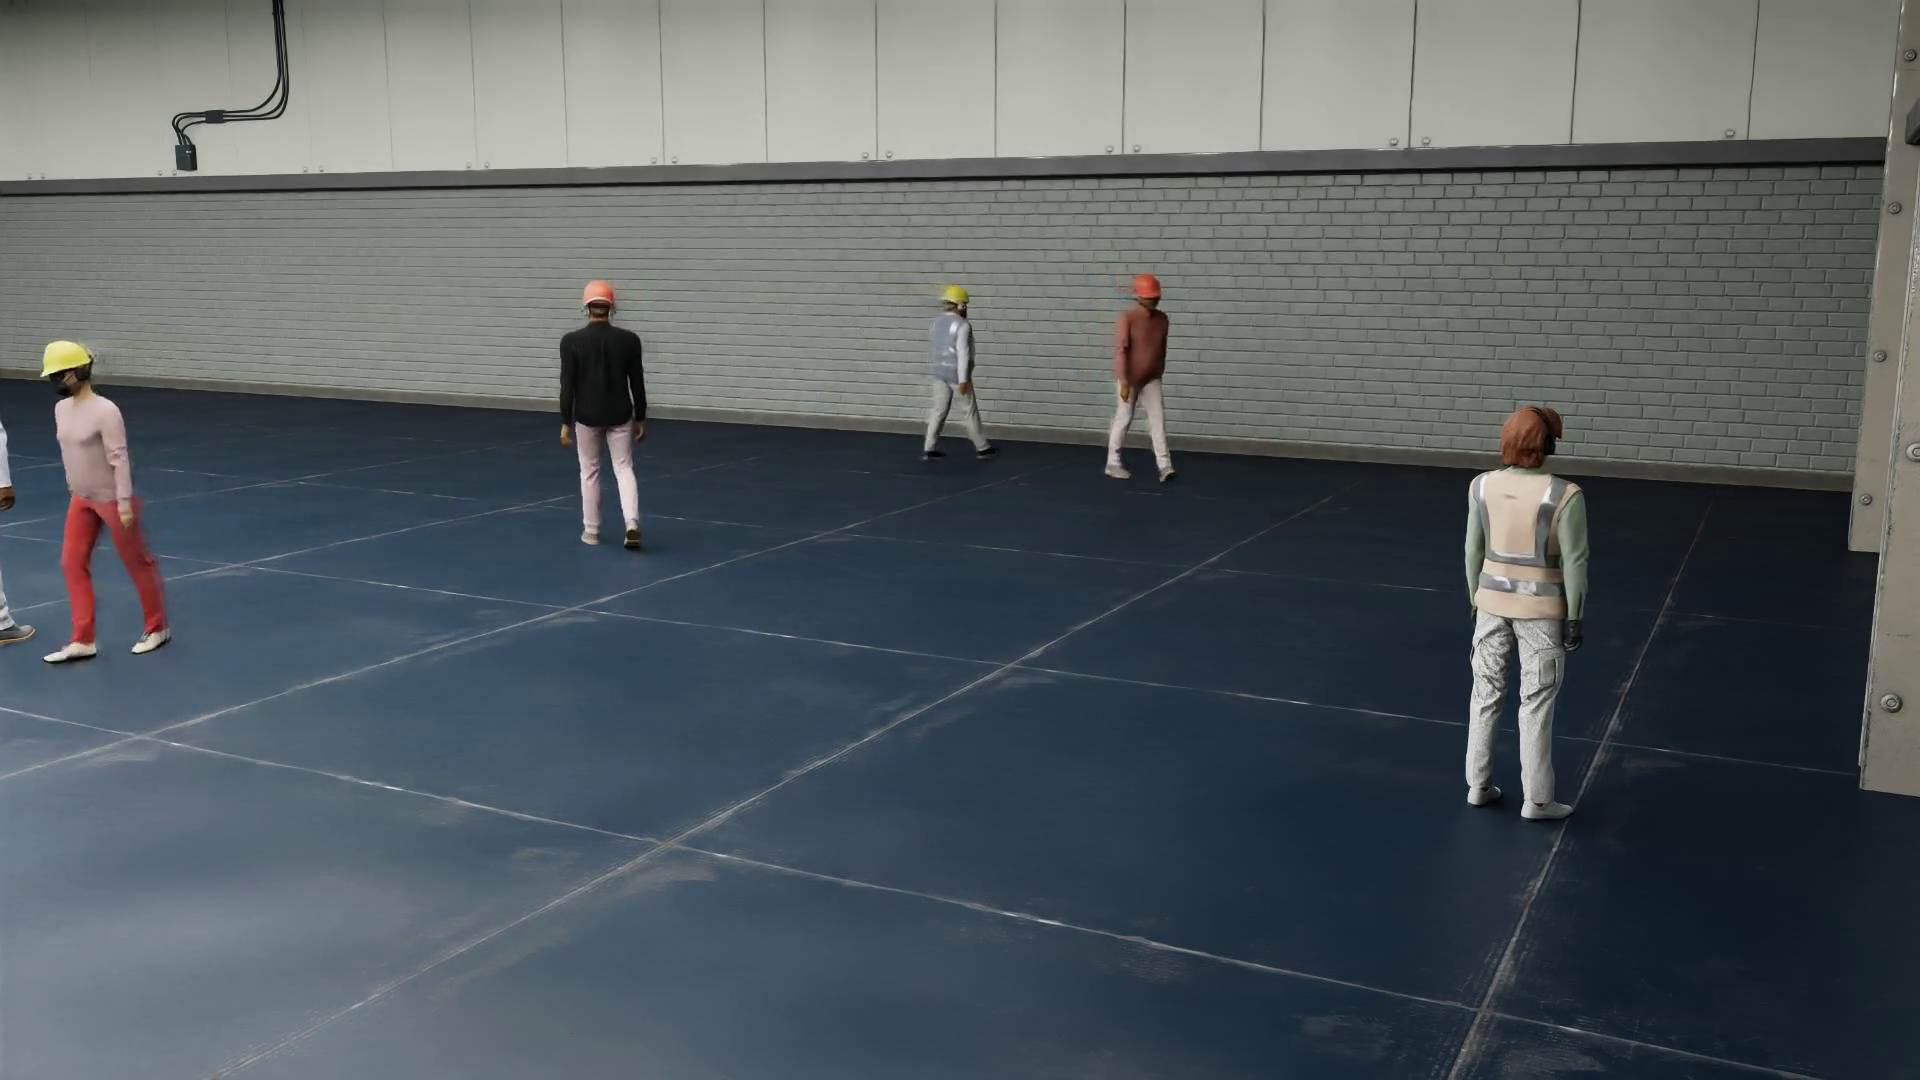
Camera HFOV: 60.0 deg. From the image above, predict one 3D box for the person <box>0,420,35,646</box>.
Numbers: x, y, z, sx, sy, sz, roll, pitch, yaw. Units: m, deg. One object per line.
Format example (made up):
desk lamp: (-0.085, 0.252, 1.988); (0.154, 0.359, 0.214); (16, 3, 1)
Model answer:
person: (-5.557, -0.334, 9.287); (0.572, 1.886, 0.354); (2, 11, 10)

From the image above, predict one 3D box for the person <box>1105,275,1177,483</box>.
person: (1.703, -1.489, 15.446); (0.658, 1.922, 1.040); (-6, 12, -29)

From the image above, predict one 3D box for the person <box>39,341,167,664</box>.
person: (-4.676, -0.199, 8.955); (0.649, 1.721, 0.771); (5, 12, 25)

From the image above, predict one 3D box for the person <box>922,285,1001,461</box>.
person: (-0.014, -1.704, 17.039); (0.852, 1.789, 0.614); (-7, 13, -34)

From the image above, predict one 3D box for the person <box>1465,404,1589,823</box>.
person: (2.214, 0.290, 6.548); (0.307, 1.645, 0.514); (-9, 14, -41)

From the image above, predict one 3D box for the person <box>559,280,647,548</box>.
person: (-2.615, -0.911, 12.193); (0.641, 1.986, 0.673); (-4, 11, -22)
